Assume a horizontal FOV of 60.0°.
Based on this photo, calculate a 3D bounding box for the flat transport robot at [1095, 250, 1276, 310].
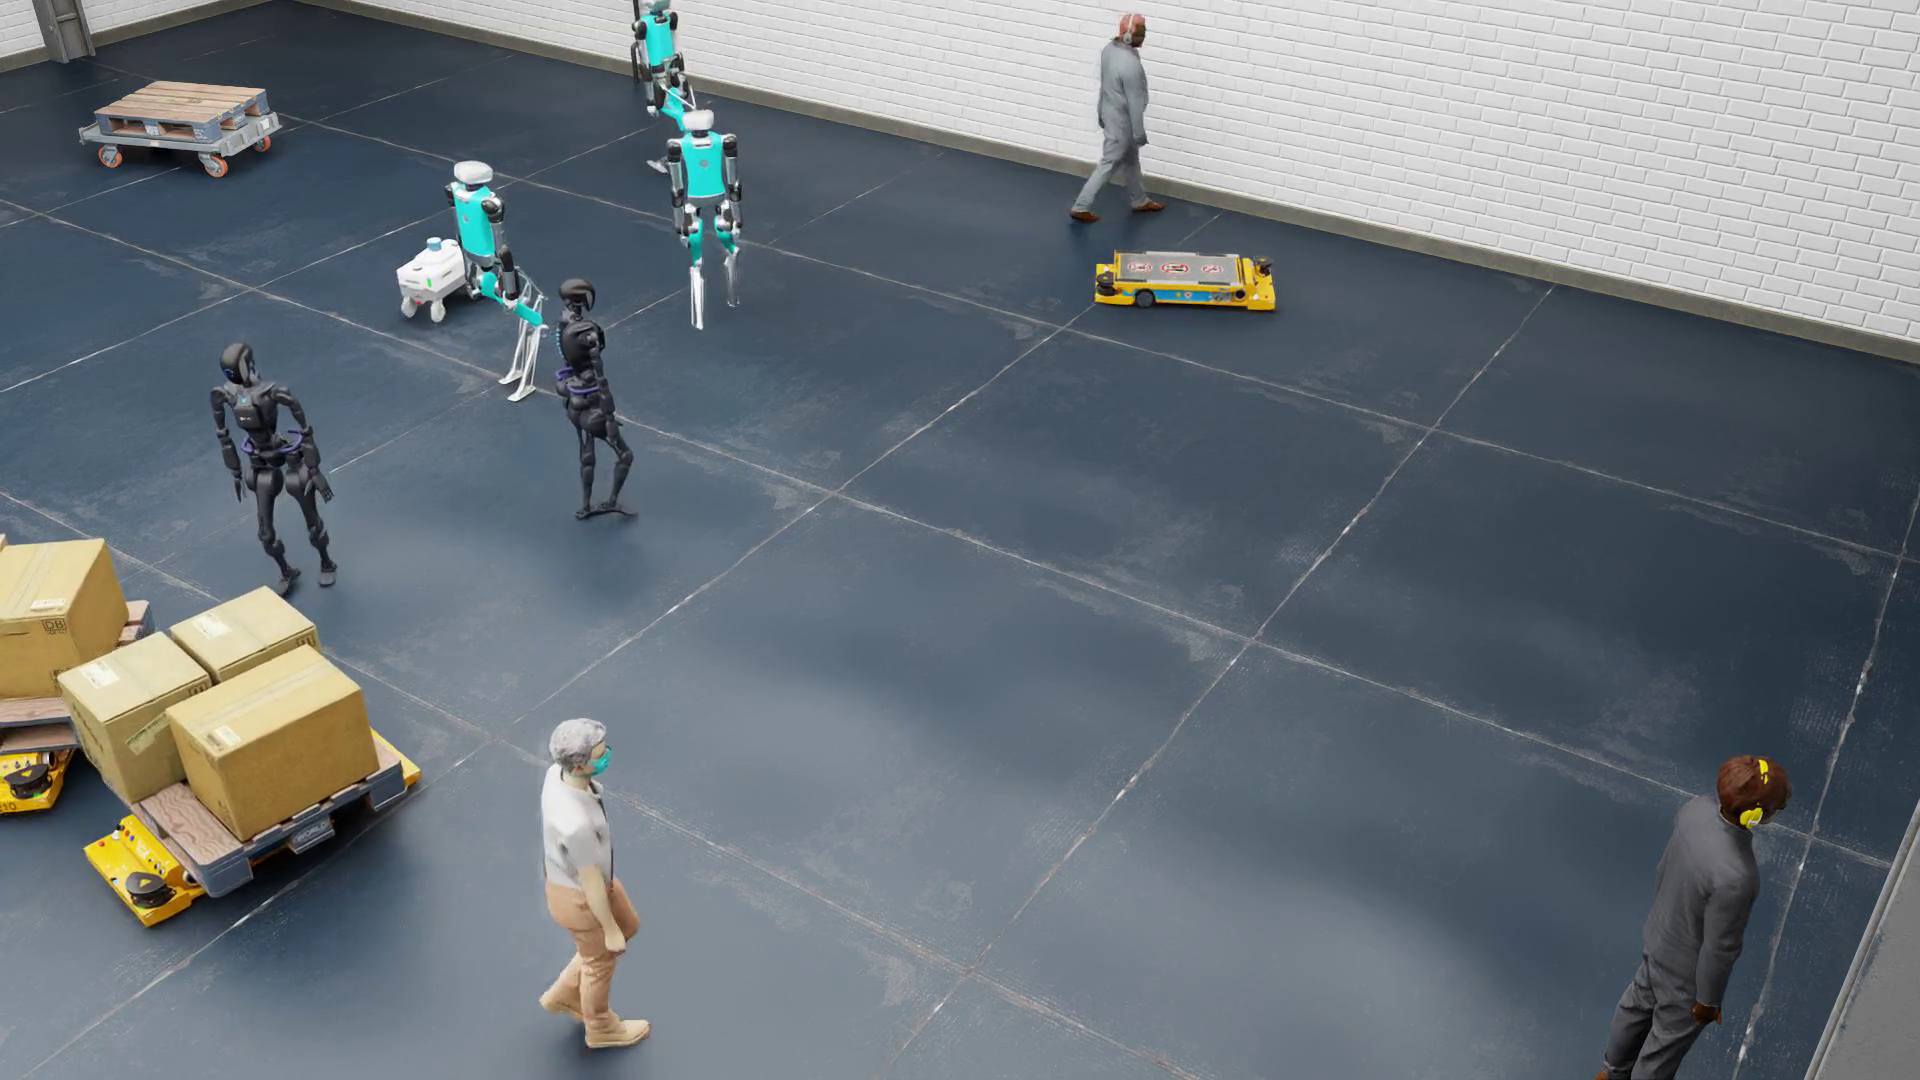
[{"bbox_3d":[1.826,-2.113,13.544,1.431,0.231,0.659,3,33,4],"label":"flat transport robot"}]

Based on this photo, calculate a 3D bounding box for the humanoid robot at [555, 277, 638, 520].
[{"bbox_3d":[-2.301,-0.869,10.308,0.368,1.652,0.610,-21,38,-29],"label":"humanoid robot"}]

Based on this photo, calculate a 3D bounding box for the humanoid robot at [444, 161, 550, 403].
[{"bbox_3d":[-3.167,-1.886,11.781,0.545,1.748,0.682,23,39,31],"label":"humanoid robot"}]

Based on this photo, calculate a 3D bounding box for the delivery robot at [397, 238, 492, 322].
[{"bbox_3d":[-4.140,-2.126,13.317,0.499,0.614,0.791,11,34,17],"label":"delivery robot"}]

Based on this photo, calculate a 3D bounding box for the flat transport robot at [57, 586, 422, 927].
[{"bbox_3d":[-3.475,1.314,8.212,0.659,0.231,1.431,27,42,35],"label":"flat transport robot"}]

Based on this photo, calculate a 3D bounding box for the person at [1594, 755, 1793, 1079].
[{"bbox_3d":[2.776,1.568,6.332,0.336,1.873,0.501,1,33,1],"label":"person"}]

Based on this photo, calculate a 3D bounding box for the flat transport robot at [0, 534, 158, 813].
[{"bbox_3d":[-4.973,0.924,8.818,0.659,0.231,1.431,-5,33,-7],"label":"flat transport robot"}]

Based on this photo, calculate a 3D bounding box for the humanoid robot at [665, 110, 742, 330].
[{"bbox_3d":[-1.975,-2.510,12.871,0.531,1.820,0.794,-8,34,-12],"label":"humanoid robot"}]

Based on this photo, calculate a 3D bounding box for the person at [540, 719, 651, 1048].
[{"bbox_3d":[-1.492,1.423,6.697,0.396,1.728,0.498,-6,33,-9],"label":"person"}]

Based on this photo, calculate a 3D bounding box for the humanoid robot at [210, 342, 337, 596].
[{"bbox_3d":[-3.935,-0.426,9.625,0.593,1.641,0.390,1,33,2],"label":"humanoid robot"}]

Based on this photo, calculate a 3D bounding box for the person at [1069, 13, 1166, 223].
[{"bbox_3d":[1.396,-3.668,14.501,0.935,1.857,0.660,-7,33,-10],"label":"person"}]

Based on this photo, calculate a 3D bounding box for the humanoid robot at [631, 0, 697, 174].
[{"bbox_3d":[-2.558,-4.071,15.252,1.027,1.743,0.547,19,37,27],"label":"humanoid robot"}]
